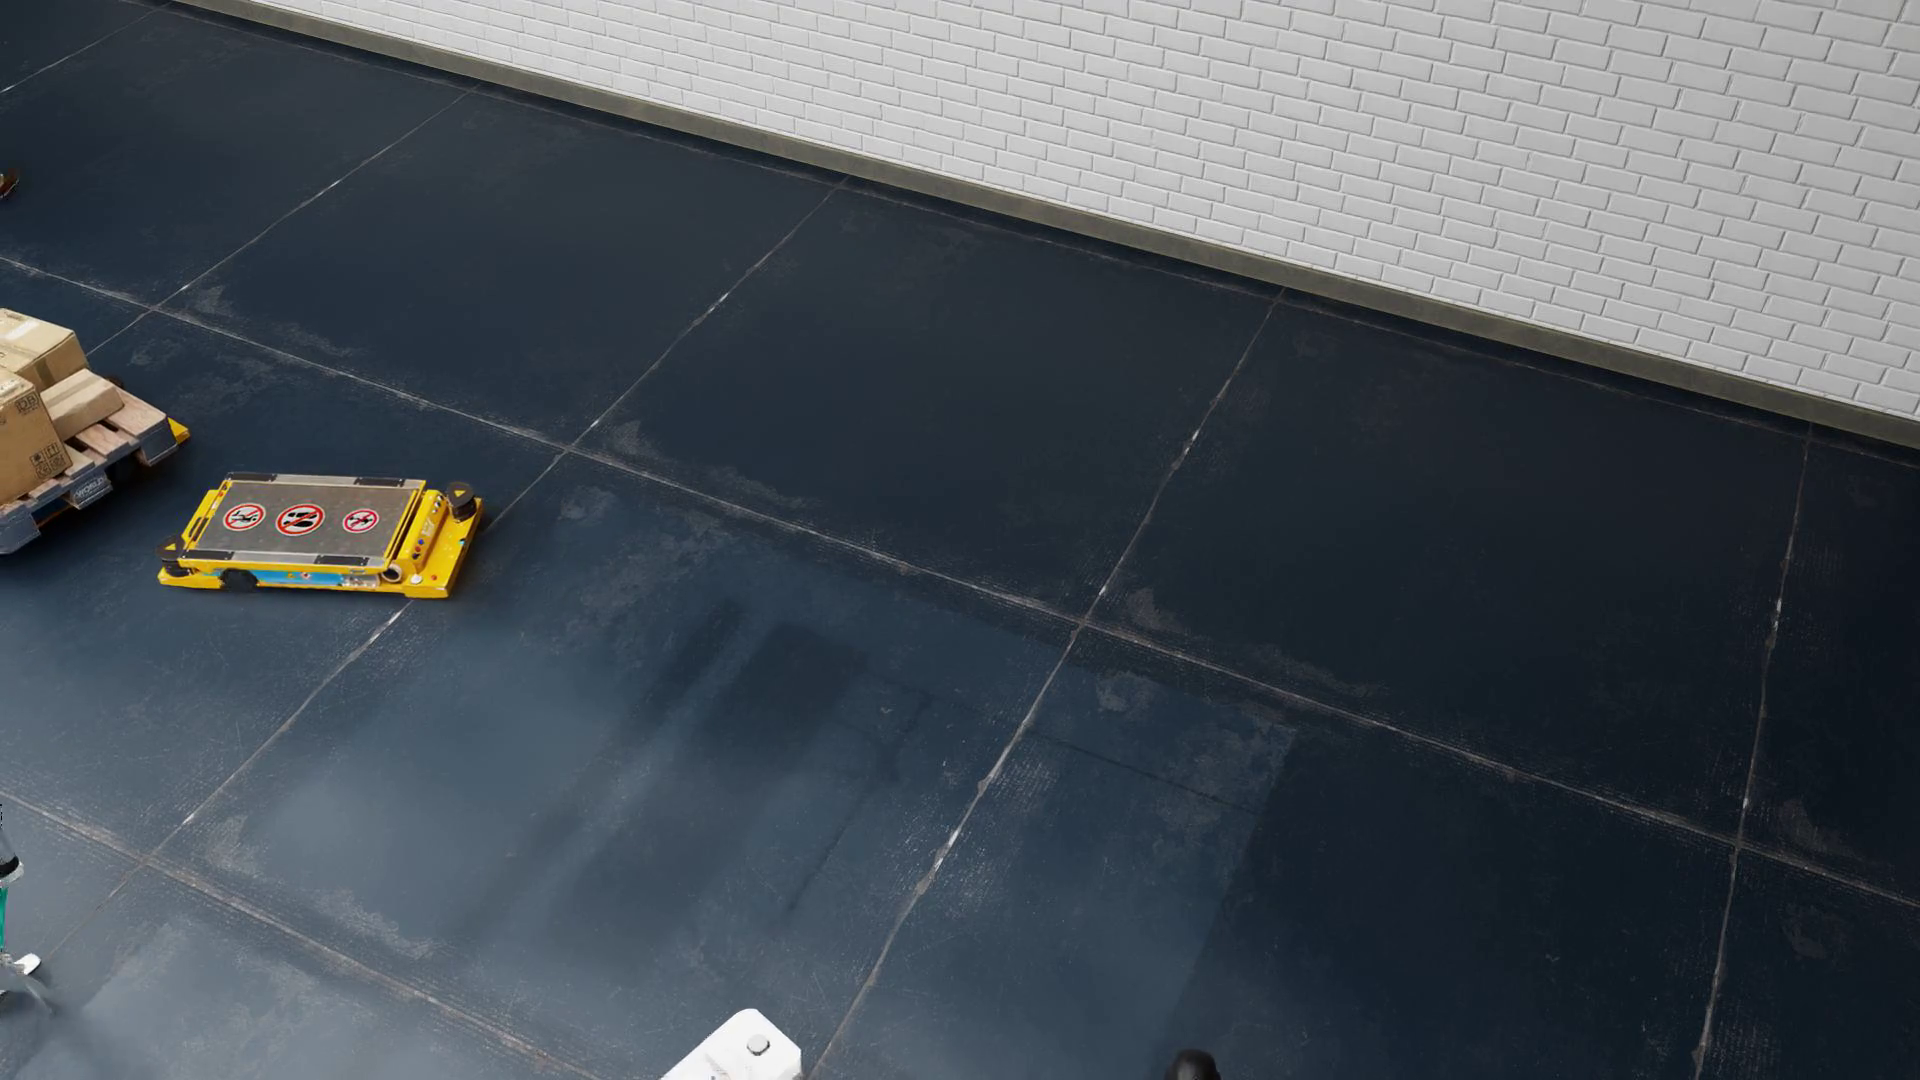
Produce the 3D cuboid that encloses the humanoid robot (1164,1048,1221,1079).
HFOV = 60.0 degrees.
[{"bbox_3d":[0.620,2.096,4.958,0.593,1.638,0.410,2,43,2],"label":"humanoid robot"}]

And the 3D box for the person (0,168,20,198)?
[{"bbox_3d":[-6.362,-2.707,10.200,0.513,1.582,0.804,8,43,9],"label":"person"}]

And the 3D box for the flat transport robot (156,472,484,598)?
[{"bbox_3d":[-3.173,-0.025,8.282,1.431,0.231,0.659,2,43,3],"label":"flat transport robot"}]

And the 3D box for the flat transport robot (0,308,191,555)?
[{"bbox_3d":[-4.815,-0.336,8.617,0.659,0.231,1.431,25,48,25],"label":"flat transport robot"}]

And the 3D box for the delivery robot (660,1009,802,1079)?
[{"bbox_3d":[-0.870,2.023,5.875,0.499,0.612,0.796,32,52,30],"label":"delivery robot"}]

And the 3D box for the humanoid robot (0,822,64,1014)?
[{"bbox_3d":[-3.693,1.190,5.958,0.535,1.864,0.763,26,49,26],"label":"humanoid robot"}]
